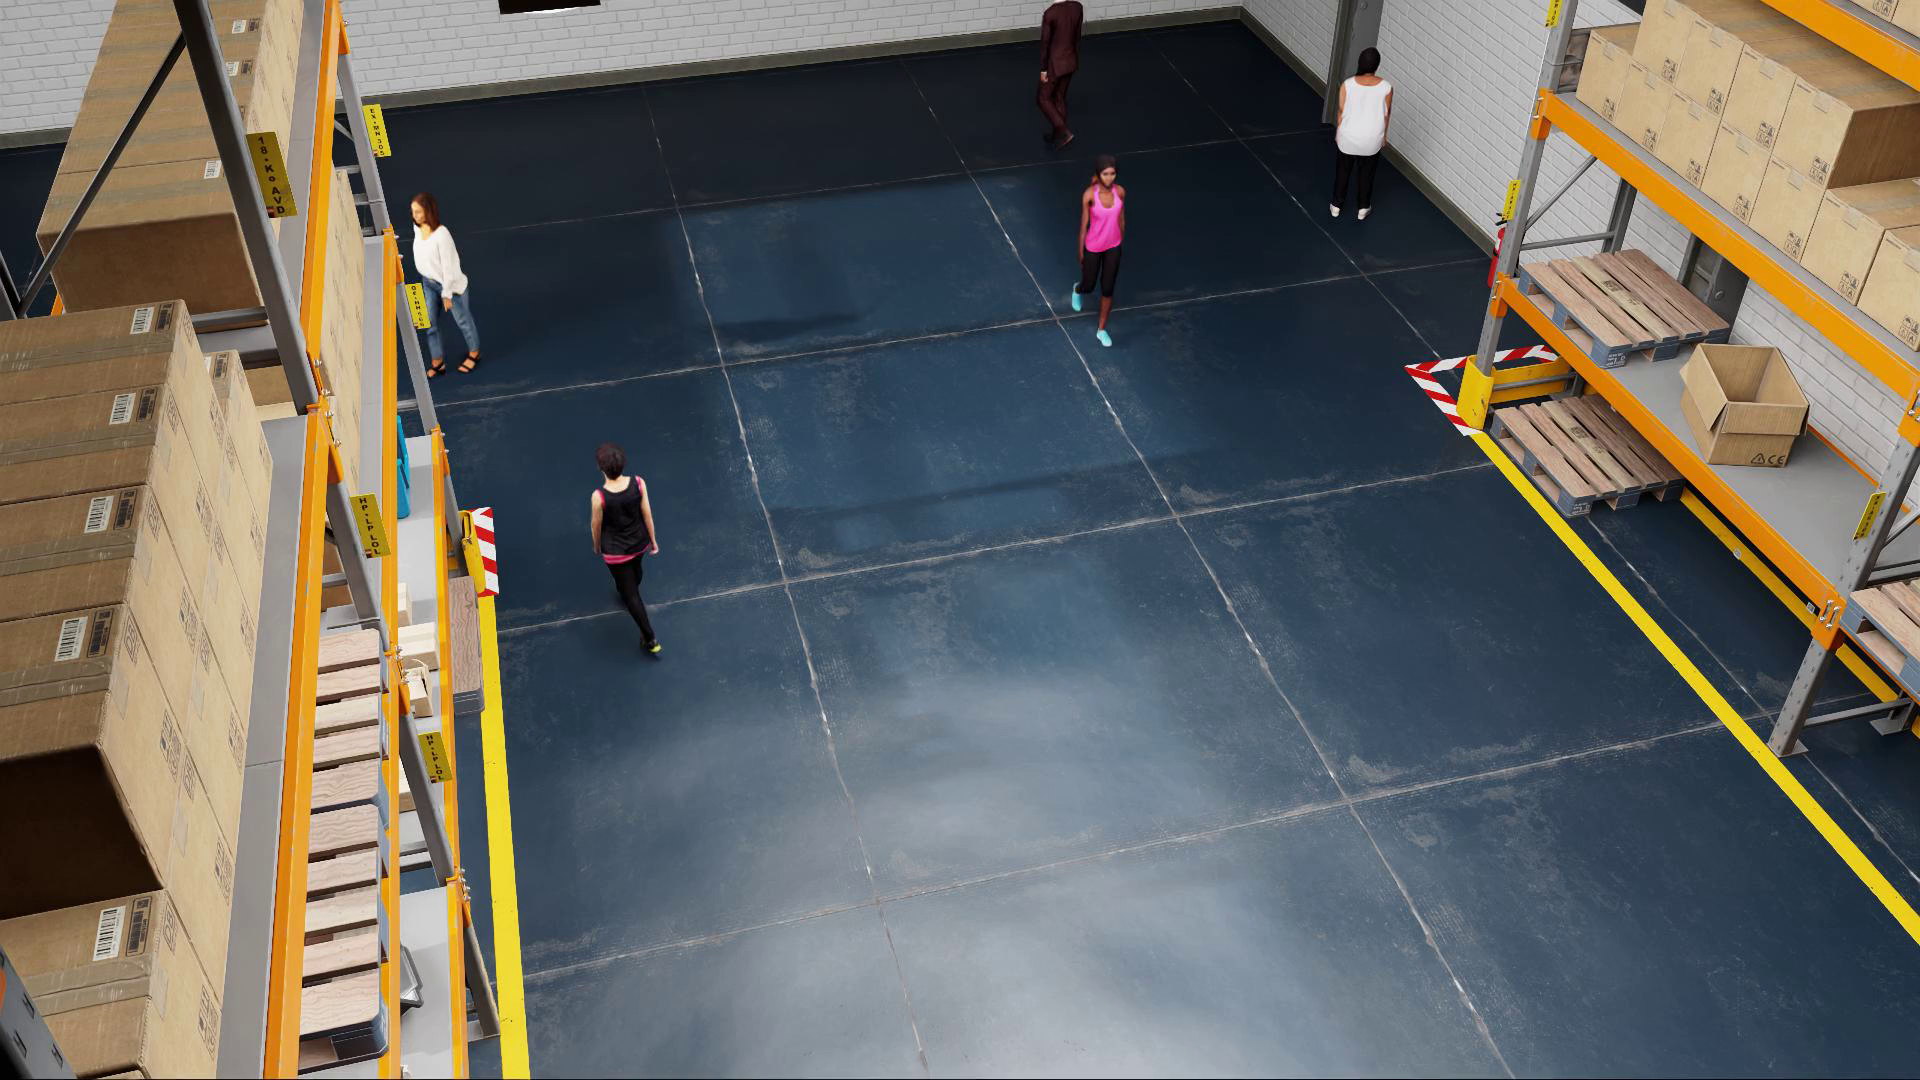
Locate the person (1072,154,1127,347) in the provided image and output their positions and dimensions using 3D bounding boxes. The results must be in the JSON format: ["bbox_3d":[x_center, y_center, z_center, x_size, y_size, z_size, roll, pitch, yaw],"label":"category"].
[{"bbox_3d":[1.178,-2.515,14.166,0.542,1.705,0.883,-10,40,-12],"label":"person"}]

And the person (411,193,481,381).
[{"bbox_3d":[-4.181,-2.130,13.715,0.882,1.666,0.928,26,45,28],"label":"person"}]

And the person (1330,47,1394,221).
[{"bbox_3d":[3.828,-3.895,15.907,0.762,1.687,0.785,11,40,13],"label":"person"}]

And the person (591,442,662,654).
[{"bbox_3d":[-2.199,0.074,11.075,0.802,1.516,1.089,-25,45,-28],"label":"person"}]

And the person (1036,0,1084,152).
[{"bbox_3d":[1.054,-4.823,16.940,0.860,1.848,0.949,-24,45,-27],"label":"person"}]
